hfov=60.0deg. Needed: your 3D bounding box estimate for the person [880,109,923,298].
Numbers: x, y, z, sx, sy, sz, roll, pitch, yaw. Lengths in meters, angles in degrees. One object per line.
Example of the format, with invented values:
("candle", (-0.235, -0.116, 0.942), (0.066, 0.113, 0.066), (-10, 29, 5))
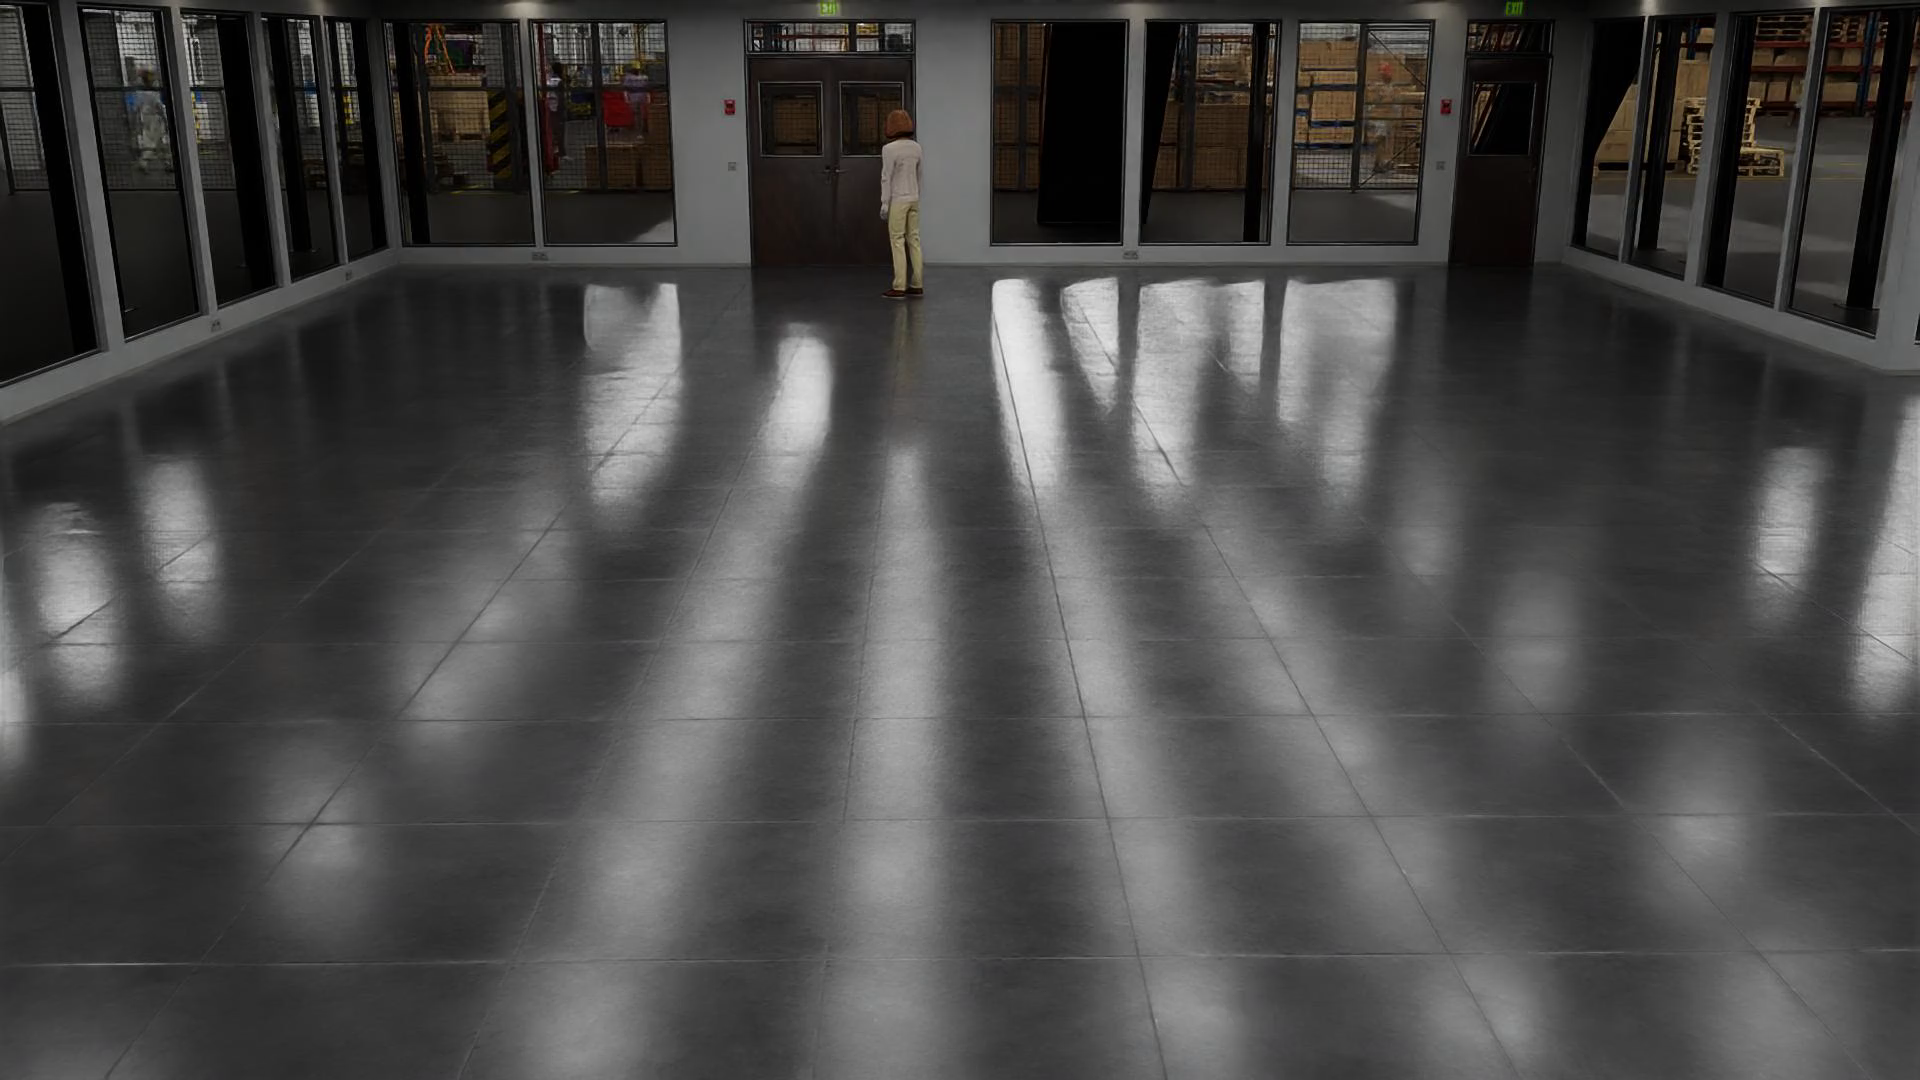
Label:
("person", (-0.508, -2.946, 14.624), (0.279, 1.624, 0.494), (12, 20, 35))
